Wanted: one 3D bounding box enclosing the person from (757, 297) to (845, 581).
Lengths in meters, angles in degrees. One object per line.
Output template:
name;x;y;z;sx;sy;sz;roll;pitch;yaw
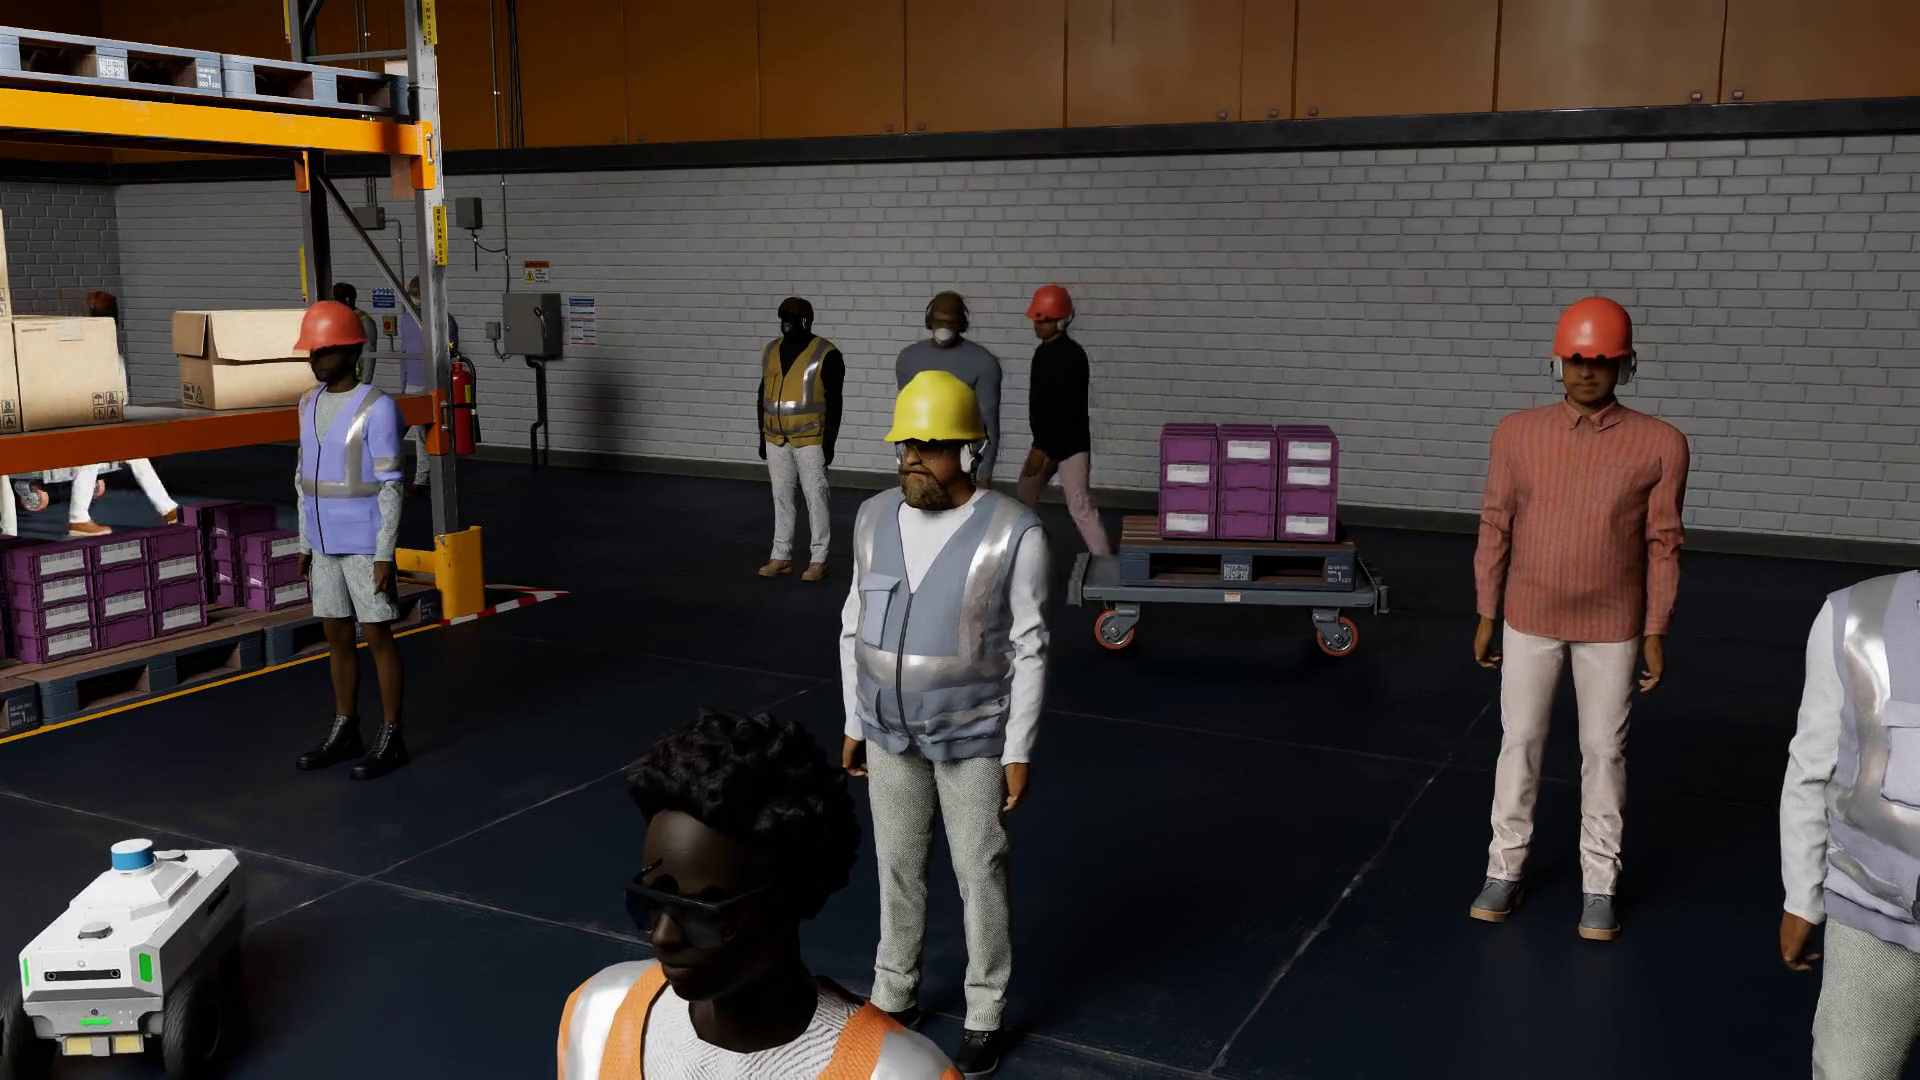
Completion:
person;-1.063;-0.657;10.857;0.627;1.844;0.429;5;11;27

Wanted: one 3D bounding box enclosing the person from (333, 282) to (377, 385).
person;-5.892;-1.548;16.014;0.627;1.844;0.429;5;11;27

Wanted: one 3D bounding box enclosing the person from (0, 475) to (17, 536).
person;-6.890;-0.807;11.673;0.511;1.862;0.328;5;11;27

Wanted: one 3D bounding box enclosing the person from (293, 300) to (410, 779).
person;-2.493;0.003;6.755;0.544;1.938;0.355;5;11;27

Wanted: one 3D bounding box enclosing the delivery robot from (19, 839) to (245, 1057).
delivery robot;-2.197;1.045;4.453;0.477;0.478;0.707;-1;10;-5

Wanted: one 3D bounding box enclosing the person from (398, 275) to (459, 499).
person;-4.608;-1.318;14.401;0.632;1.940;0.372;5;11;27

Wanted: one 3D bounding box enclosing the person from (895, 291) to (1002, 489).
person;-0.086;-0.422;9.256;0.646;1.915;0.425;4;10;20

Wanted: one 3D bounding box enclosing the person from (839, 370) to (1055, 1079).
person;-0.062;0.480;4.298;0.589;1.833;0.404;5;11;27

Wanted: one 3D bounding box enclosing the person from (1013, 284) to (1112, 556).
person;0.556;-0.564;10.051;1.001;1.933;0.616;-5;11;-26

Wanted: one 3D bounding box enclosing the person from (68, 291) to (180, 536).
person;-6.288;-0.933;12.454;0.985;1.834;0.575;-1;10;-4

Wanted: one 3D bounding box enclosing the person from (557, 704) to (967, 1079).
person;-0.212;0.996;1.708;0.534;1.697;0.318;5;11;27

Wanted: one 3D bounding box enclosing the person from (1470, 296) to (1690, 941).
person;1.911;0.244;5.196;0.611;1.995;0.376;5;11;27

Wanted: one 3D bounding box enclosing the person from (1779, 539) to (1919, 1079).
person;1.843;0.687;3.100;0.589;1.833;0.404;5;11;27
